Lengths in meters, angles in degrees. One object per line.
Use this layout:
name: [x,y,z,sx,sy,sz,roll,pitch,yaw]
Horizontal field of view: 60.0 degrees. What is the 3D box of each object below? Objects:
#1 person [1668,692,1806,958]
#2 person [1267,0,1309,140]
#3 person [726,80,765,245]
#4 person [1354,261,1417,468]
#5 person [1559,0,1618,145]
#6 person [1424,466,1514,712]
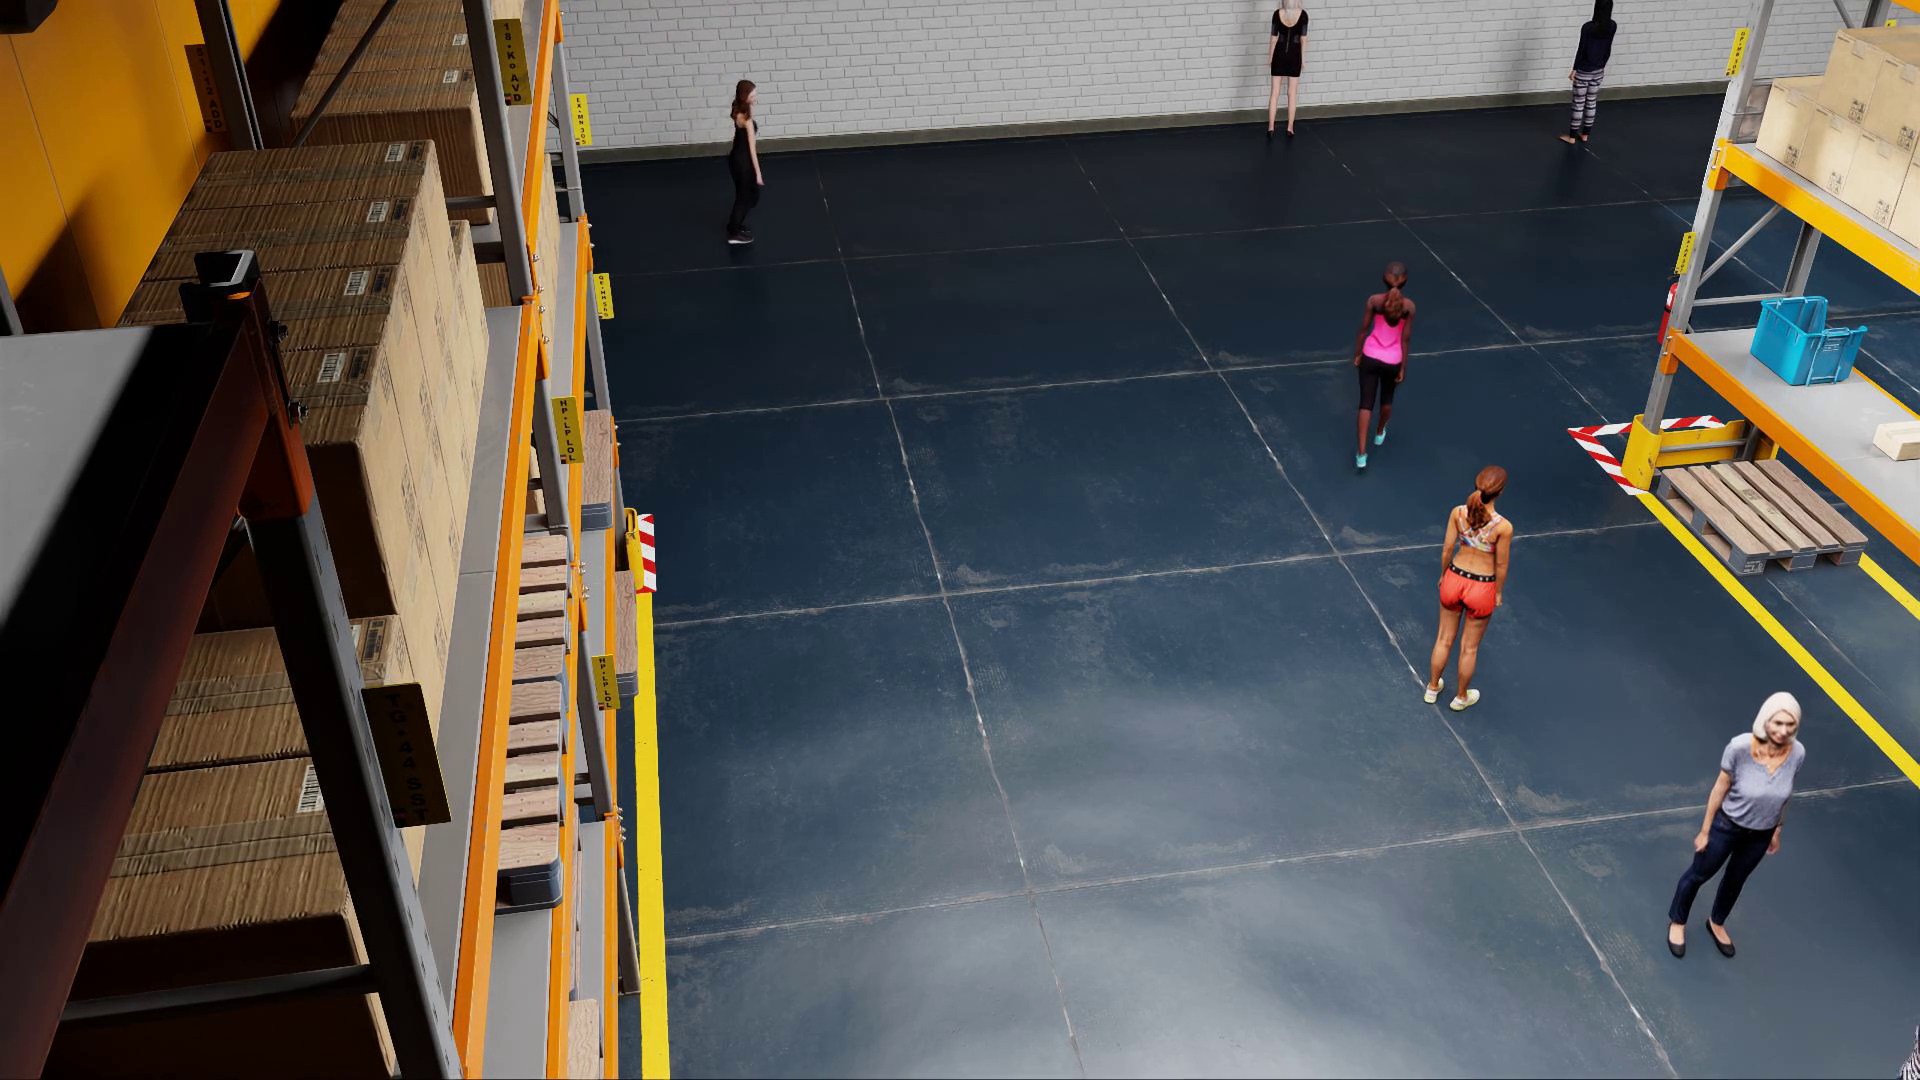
person: [4.141,1.506,8.833,0.627,1.722,0.577,1,34,2]
person: [3.818,-5.602,19.430,0.648,1.829,0.630,8,34,11]
person: [-2.259,-3.802,16.832,0.708,1.707,0.581,-17,37,-24]
person: [3.316,-1.365,13.176,0.860,1.696,1.073,10,35,15]
person: [7.334,-5.489,19.345,0.623,1.735,0.544,-9,35,-13]
person: [3.230,0.316,10.561,0.672,1.792,0.733,22,39,29]
